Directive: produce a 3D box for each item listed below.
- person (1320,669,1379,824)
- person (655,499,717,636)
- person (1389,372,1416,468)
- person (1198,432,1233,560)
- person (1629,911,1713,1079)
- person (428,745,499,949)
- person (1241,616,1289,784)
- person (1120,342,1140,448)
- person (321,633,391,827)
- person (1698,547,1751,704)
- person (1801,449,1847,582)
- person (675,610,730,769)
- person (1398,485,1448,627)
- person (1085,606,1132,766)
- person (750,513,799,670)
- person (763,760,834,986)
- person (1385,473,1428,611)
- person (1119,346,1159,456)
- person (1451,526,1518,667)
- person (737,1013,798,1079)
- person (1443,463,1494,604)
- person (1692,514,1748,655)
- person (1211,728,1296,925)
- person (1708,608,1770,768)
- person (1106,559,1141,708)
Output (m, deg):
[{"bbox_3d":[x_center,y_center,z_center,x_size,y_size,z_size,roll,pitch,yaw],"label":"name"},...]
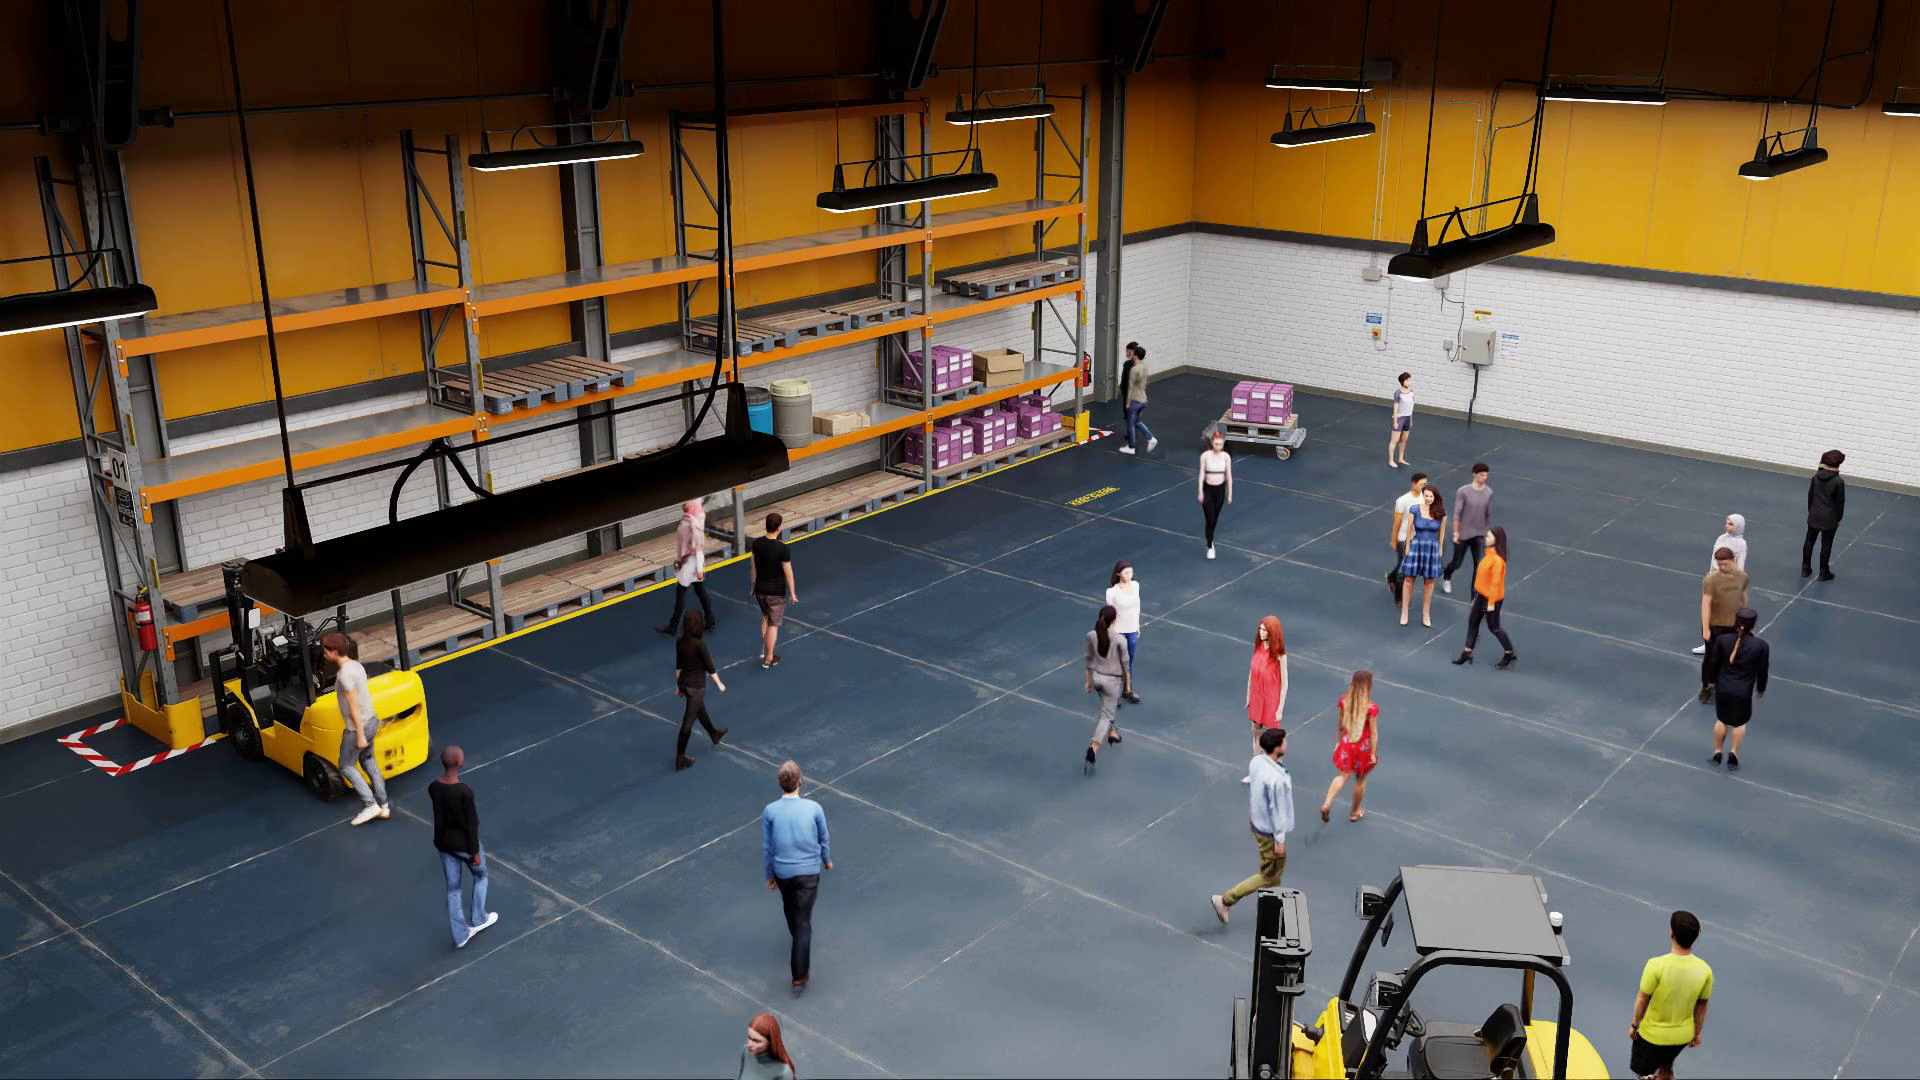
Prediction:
[{"bbox_3d":[3.651,1.978,15.543,0.585,1.575,0.860,16,25,40],"label":"person"},{"bbox_3d":[-3.161,0.296,20.214,1.073,1.781,0.988,-3,19,-9],"label":"person"},{"bbox_3d":[7.276,-1.998,27.365,0.551,1.566,0.687,-11,22,-30],"label":"person"},{"bbox_3d":[3.532,-0.657,23.151,0.995,1.714,1.094,0,19,0],"label":"person"},{"bbox_3d":[4.822,3.350,11.295,0.987,1.686,1.060,-1,19,-2],"label":"person"},{"bbox_3d":[-4.160,2.542,13.620,0.754,1.734,0.834,6,20,17],"label":"person"},{"bbox_3d":[3.005,1.595,16.286,0.603,1.826,0.655,-12,22,-32],"label":"person"},{"bbox_3d":[2.936,-2.484,28.358,0.945,1.853,0.856,3,19,9],"label":"person"},{"bbox_3d":[-5.584,1.776,15.714,0.912,1.849,0.862,-5,19,-16],"label":"person"},{"bbox_3d":[8.410,0.915,18.316,0.898,1.821,1.004,-7,20,-19],"label":"person"},{"bbox_3d":[11.485,-0.339,22.100,0.674,1.781,0.675,-14,23,-35],"label":"person"},{"bbox_3d":[-2.765,1.539,16.810,0.551,1.599,1.016,15,24,38],"label":"person"},{"bbox_3d":[5.709,0.188,20.498,0.759,1.805,0.755,4,19,11],"label":"person"},{"bbox_3d":[1.460,1.503,16.849,0.650,1.642,1.106,13,23,35],"label":"person"},{"bbox_3d":[-2.247,0.615,19.169,0.748,1.846,0.713,9,20,24],"label":"person"},{"bbox_3d":[-1.302,2.659,13.199,1.096,1.780,1.266,2,19,5],"label":"person"},{"bbox_3d":[5.691,-0.027,21.176,0.972,1.780,0.970,-5,19,-16],"label":"person"},{"bbox_3d":[3.024,-2.309,27.836,0.807,1.854,0.869,12,22,32],"label":"person"},{"bbox_3d":[6.187,0.677,19.168,1.020,1.728,1.007,1,19,3],"label":"person"},{"bbox_3d":[-1.163,3.660,10.343,1.150,1.706,0.703,-16,24,-39],"label":"person"},{"bbox_3d":[6.500,-0.100,21.319,1.102,1.828,1.164,-2,19,-5],"label":"person"},{"bbox_3d":[8.961,0.546,19.483,0.701,1.775,0.689,-6,19,-17],"label":"person"},{"bbox_3d":[2.513,2.430,13.862,1.158,1.792,1.089,-2,19,-7],"label":"person"},{"bbox_3d":[7.814,1.512,16.776,0.761,1.672,0.723,10,21,27],"label":"person"},{"bbox_3d":[1.773,1.009,18.255,0.546,1.681,0.706,-13,23,-34],"label":"person"}]
